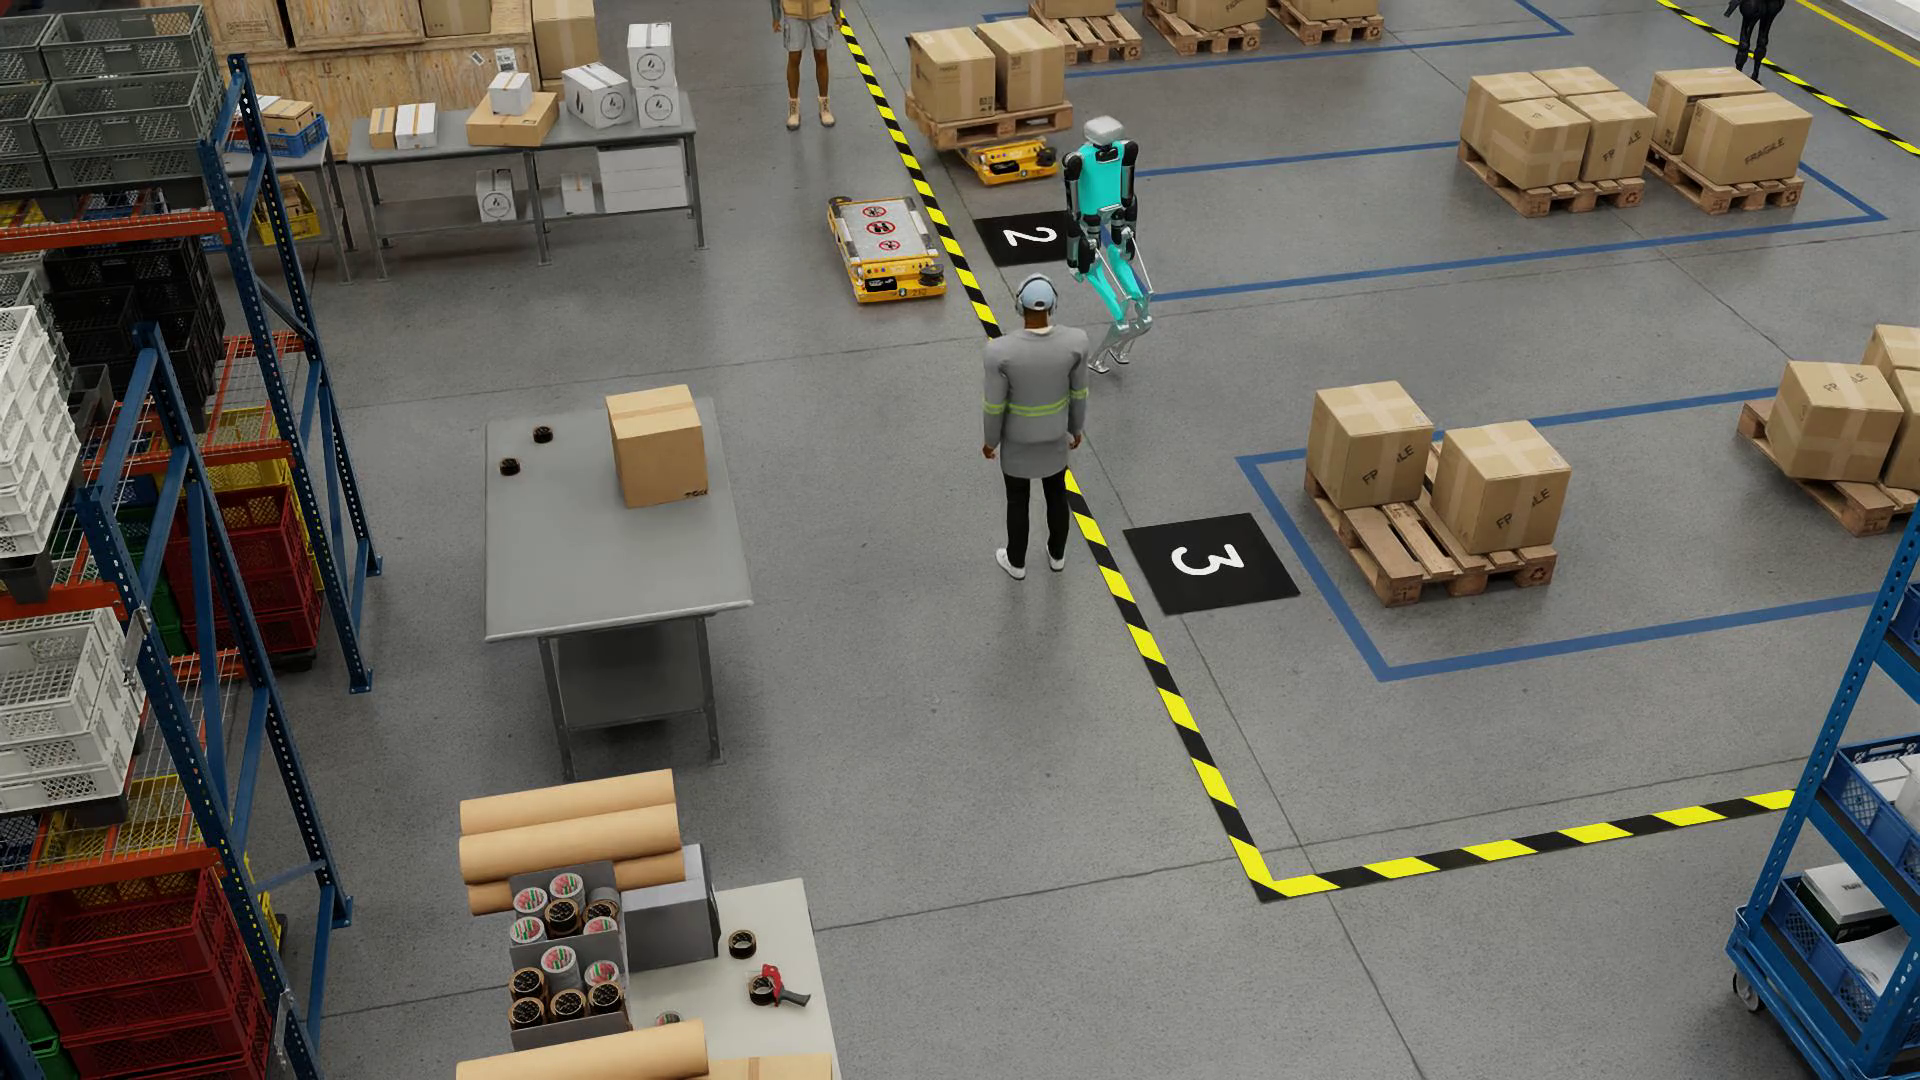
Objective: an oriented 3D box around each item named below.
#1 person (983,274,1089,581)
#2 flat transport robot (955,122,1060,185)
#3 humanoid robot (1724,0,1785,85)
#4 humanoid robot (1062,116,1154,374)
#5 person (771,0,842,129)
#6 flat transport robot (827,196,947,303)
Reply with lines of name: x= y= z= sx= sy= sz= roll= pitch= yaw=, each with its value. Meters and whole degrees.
person: x=0.393 y=-0.610 z=9.047 sx=0.590 sy=1.851 sz=0.401 roll=-9 pitch=38 yaw=-12
flat transport robot: x=0.258 y=-3.433 z=14.145 sx=0.652 sy=0.197 sz=1.431 roll=-14 pitch=39 yaw=-18
humanoid robot: x=7.197 y=-4.891 z=14.939 sx=0.599 sy=1.653 sz=0.315 roll=-15 pitch=39 yaw=-19
humanoid robot: x=1.009 y=-1.816 z=10.655 sx=0.533 sy=1.673 sz=0.735 roll=-19 pitch=41 yaw=-23
person: x=-1.296 y=-4.488 z=14.109 sx=0.610 sy=2.032 sz=0.398 roll=-5 pitch=37 yaw=-7
flat transport robot: x=-0.570 y=-2.220 z=12.538 sx=0.659 sy=0.231 sz=1.431 roll=-8 pitch=37 yaw=-10
